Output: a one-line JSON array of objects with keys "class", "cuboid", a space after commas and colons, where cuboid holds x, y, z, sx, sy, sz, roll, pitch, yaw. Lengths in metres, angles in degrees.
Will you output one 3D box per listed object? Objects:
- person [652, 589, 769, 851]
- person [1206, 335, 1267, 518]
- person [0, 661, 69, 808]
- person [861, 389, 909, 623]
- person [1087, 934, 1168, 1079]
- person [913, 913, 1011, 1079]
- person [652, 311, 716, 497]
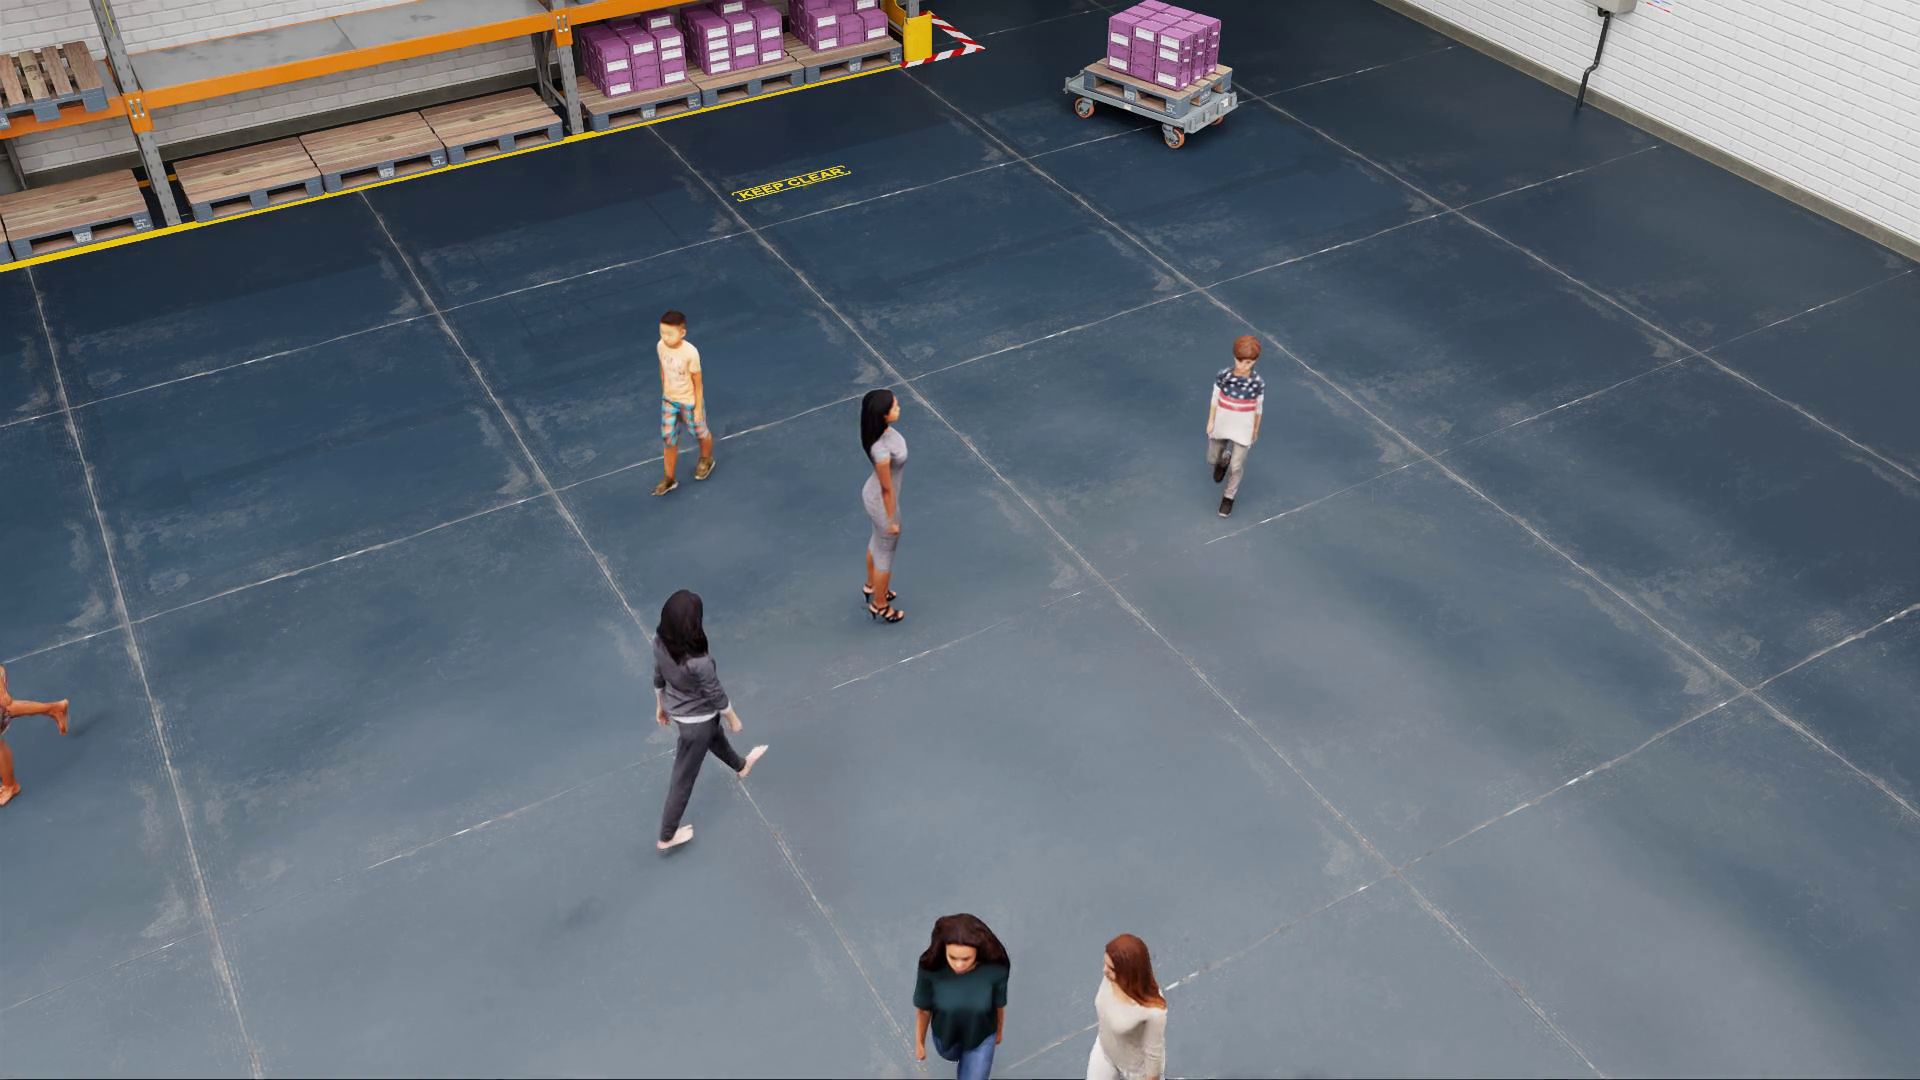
[{"class": "person", "cuboid": [-1.565, 1.064, 9.302, 0.889, 1.714, 1.229, 27, 46, 30]}, {"class": "person", "cuboid": [1.975, -0.873, 11.954, 0.763, 1.432, 0.838, 13, 40, 15]}, {"class": "person", "cuboid": [-5.677, 0.794, 9.711, 0.951, 1.627, 1.092, 17, 42, 20]}, {"class": "person", "cuboid": [-0.515, -0.214, 10.850, 0.645, 1.779, 0.643, -5, 39, -7]}, {"class": "person", "cuboid": [0.871, 2.354, 7.714, 1.138, 1.680, 0.657, -26, 45, -29]}, {"class": "person", "cuboid": [0.015, 2.274, 7.895, 1.113, 1.579, 1.072, 4, 39, 5]}, {"class": "person", "cuboid": [-1.983, -1.069, 12.192, 0.822, 1.440, 0.931, 15, 41, 17]}]
